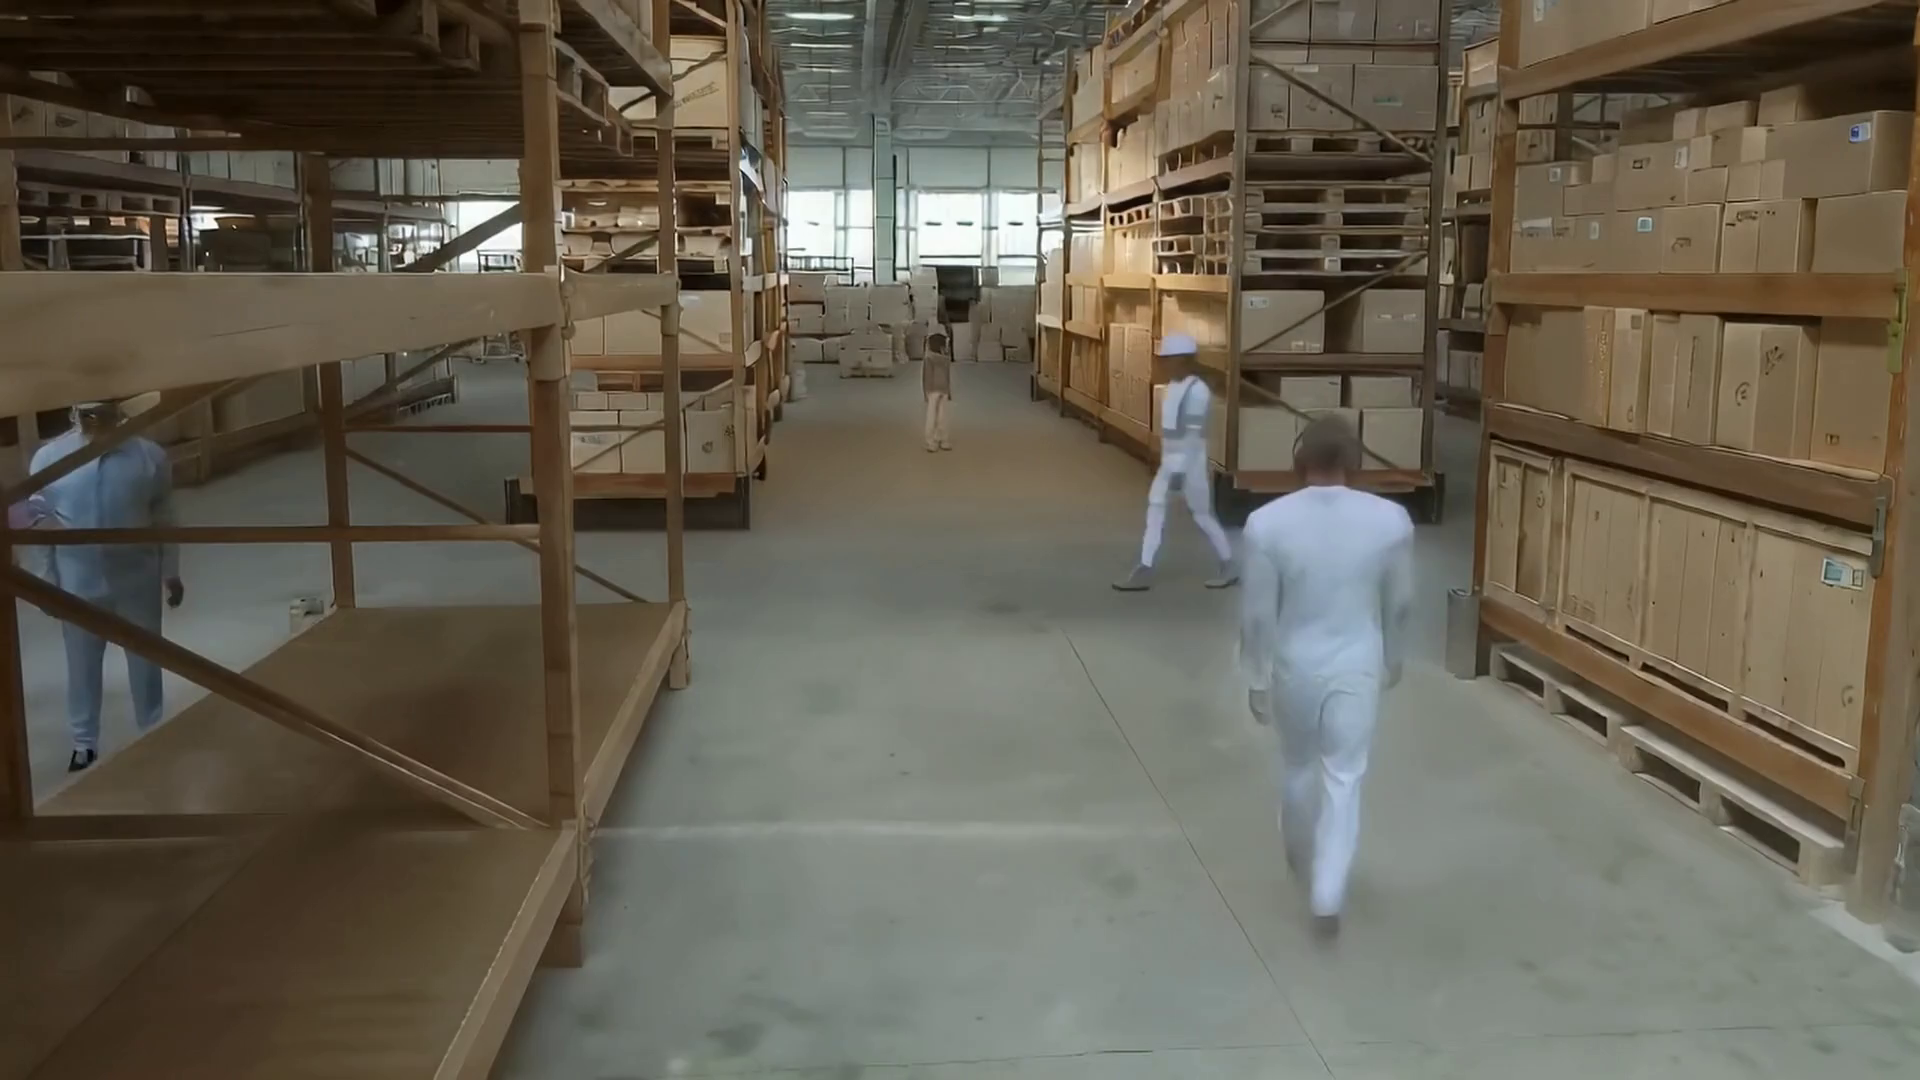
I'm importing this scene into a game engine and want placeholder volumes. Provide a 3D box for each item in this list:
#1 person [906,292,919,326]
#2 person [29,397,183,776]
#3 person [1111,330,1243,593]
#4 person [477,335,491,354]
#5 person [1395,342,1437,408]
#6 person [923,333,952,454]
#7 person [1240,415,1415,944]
[{"bbox_3d":[-1.303,-6.529,50.195,0.939,1.900,0.641,0,9,2],"label":"person"},{"bbox_3d":[-4.120,0.183,8.070,0.655,1.907,0.403,-5,10,-29],"label":"person"},{"bbox_3d":[1.696,-0.590,12.617,1.041,2.000,0.609,-4,10,-24],"label":"person"},{"bbox_3d":[-14.458,-6.494,50.357,0.521,1.793,0.970,-3,10,-19],"label":"person"},{"bbox_3d":[6.736,-2.397,24.610,0.643,1.793,0.970,0,9,-2],"label":"person"},{"bbox_3d":[-0.298,-1.975,22.435,0.264,1.632,0.508,8,12,40],"label":"person"},{"bbox_3d":[1.374,0.470,6.284,0.631,1.879,1.028,2,9,12],"label":"person"}]
